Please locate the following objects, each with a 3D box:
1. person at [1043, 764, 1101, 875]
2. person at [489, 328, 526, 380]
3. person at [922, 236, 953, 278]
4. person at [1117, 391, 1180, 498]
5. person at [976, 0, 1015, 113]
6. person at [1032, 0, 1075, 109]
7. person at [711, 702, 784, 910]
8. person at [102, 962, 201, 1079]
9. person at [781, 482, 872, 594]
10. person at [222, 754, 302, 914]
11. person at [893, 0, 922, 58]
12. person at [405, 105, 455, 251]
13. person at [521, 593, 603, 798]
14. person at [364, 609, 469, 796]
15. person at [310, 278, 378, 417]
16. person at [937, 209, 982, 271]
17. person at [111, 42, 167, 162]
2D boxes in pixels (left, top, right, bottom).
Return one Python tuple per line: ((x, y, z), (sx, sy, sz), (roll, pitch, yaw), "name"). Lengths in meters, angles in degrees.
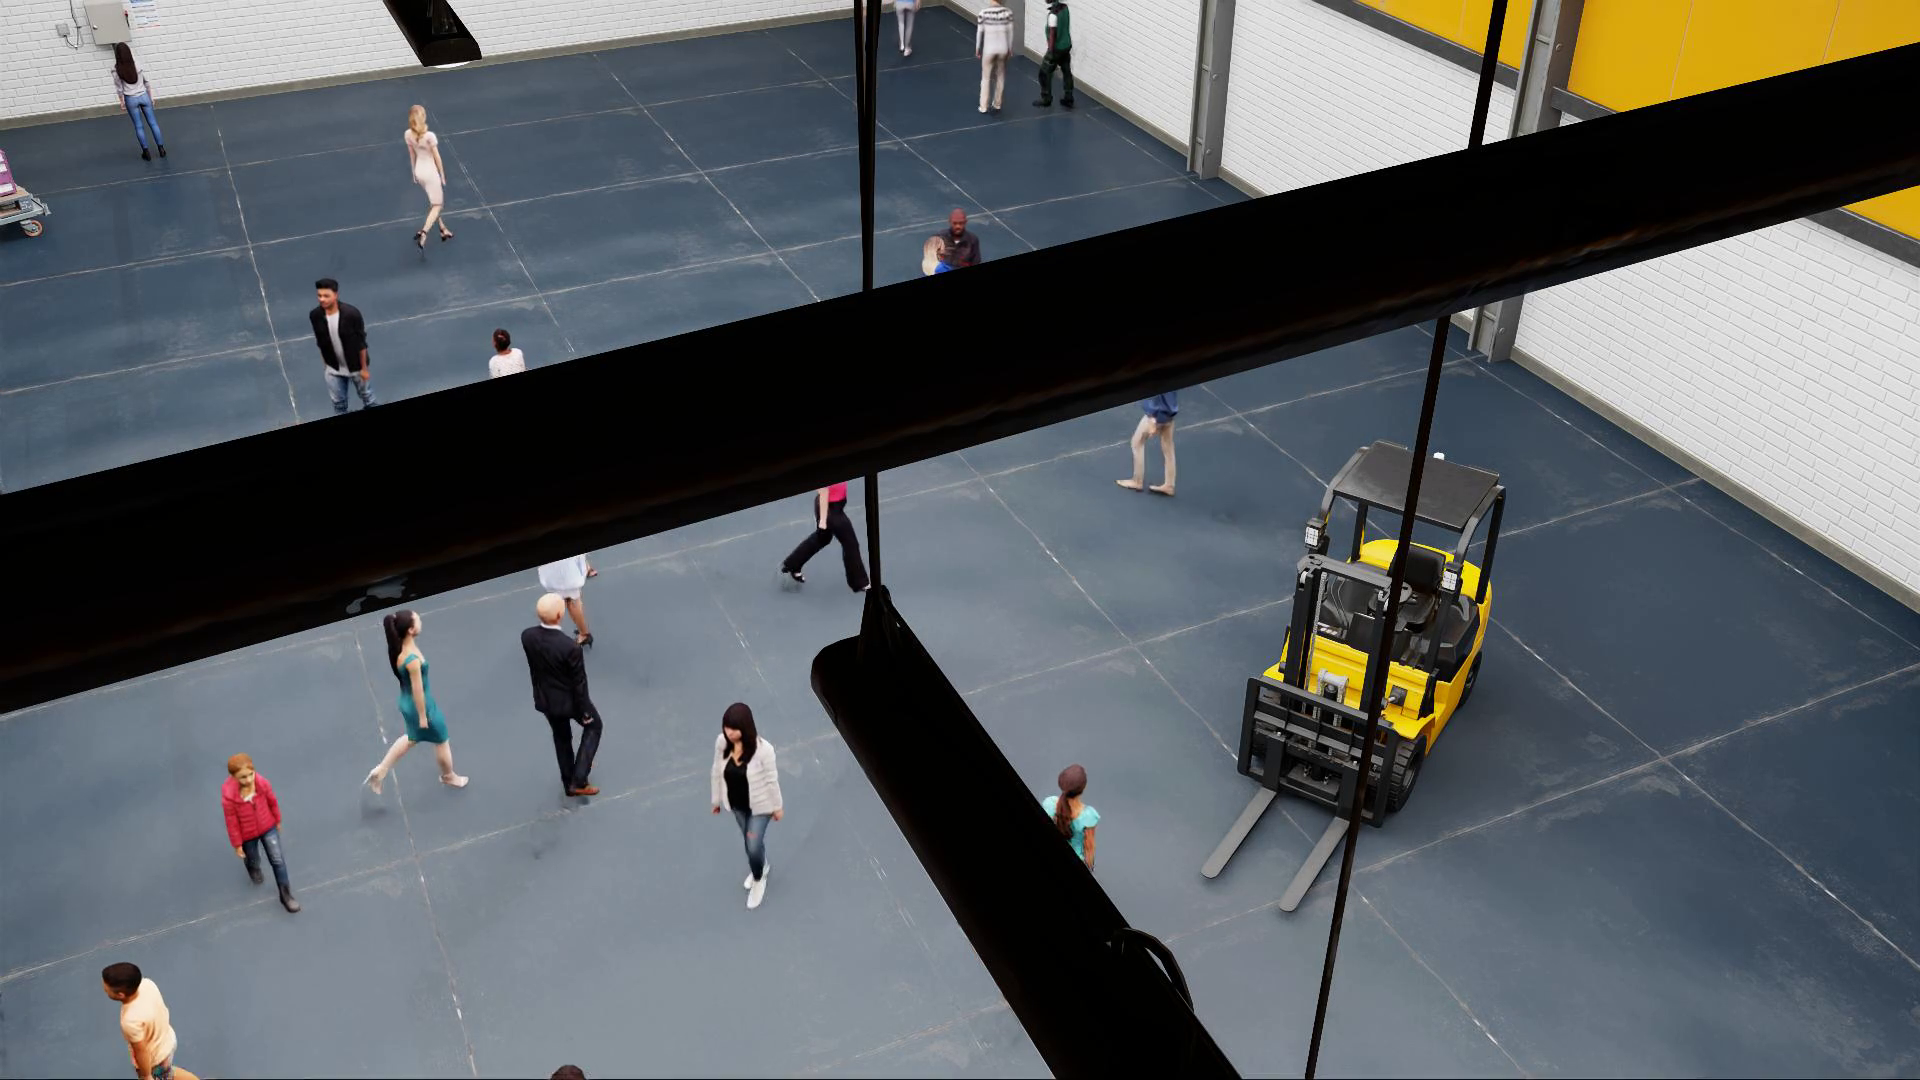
((0.680, 2.124, 10.861), (1.021, 1.533, 1.018), (15, 36, 21), "person")
((-4.331, -1.391, 16.259), (0.776, 1.410, 1.058), (-28, 42, -35), "person")
((-0.253, -2.406, 17.526), (0.692, 1.700, 0.505), (-18, 38, -25), "person")
((1.956, -1.139, 15.635), (0.923, 1.682, 0.840), (18, 38, 25), "person")
((0.554, -7.249, 24.692), (0.786, 1.832, 0.774), (-9, 35, -13), "person")
((1.521, -7.319, 24.819), (1.096, 1.808, 1.071), (22, 40, 30), "person")
((-1.403, 1.727, 11.375), (0.780, 1.624, 0.847), (14, 36, 20), "person")
((-4.610, 2.962, 9.674), (0.706, 1.451, 0.688), (-4, 34, -6), "person")
((-1.195, -0.235, 14.328), (0.934, 1.624, 1.097), (-1, 34, -1), "person")
((-4.825, 1.954, 11.327), (0.625, 1.300, 0.867), (-24, 40, -31), "person")
((-0.893, -8.675, 27.050), (0.723, 1.597, 0.771), (6, 34, 8), "person")
((-6.582, -4.414, 20.447), (1.015, 1.810, 1.094), (10, 35, 15), "person")
((-2.914, 1.192, 12.032), (0.820, 1.789, 0.876), (10, 35, 15), "person")
((-4.016, 1.236, 12.077), (0.728, 1.666, 0.921), (-22, 40, -30), "person")
((-6.072, -1.830, 16.581), (0.982, 1.786, 1.140), (1, 34, 1), "person")
((-0.050, -2.720, 17.894), (0.795, 1.816, 0.801), (3, 34, 4), "person")
((-11.457, -6.122, 23.177), (0.642, 1.633, 0.572), (-22, 39, -29), "person")
